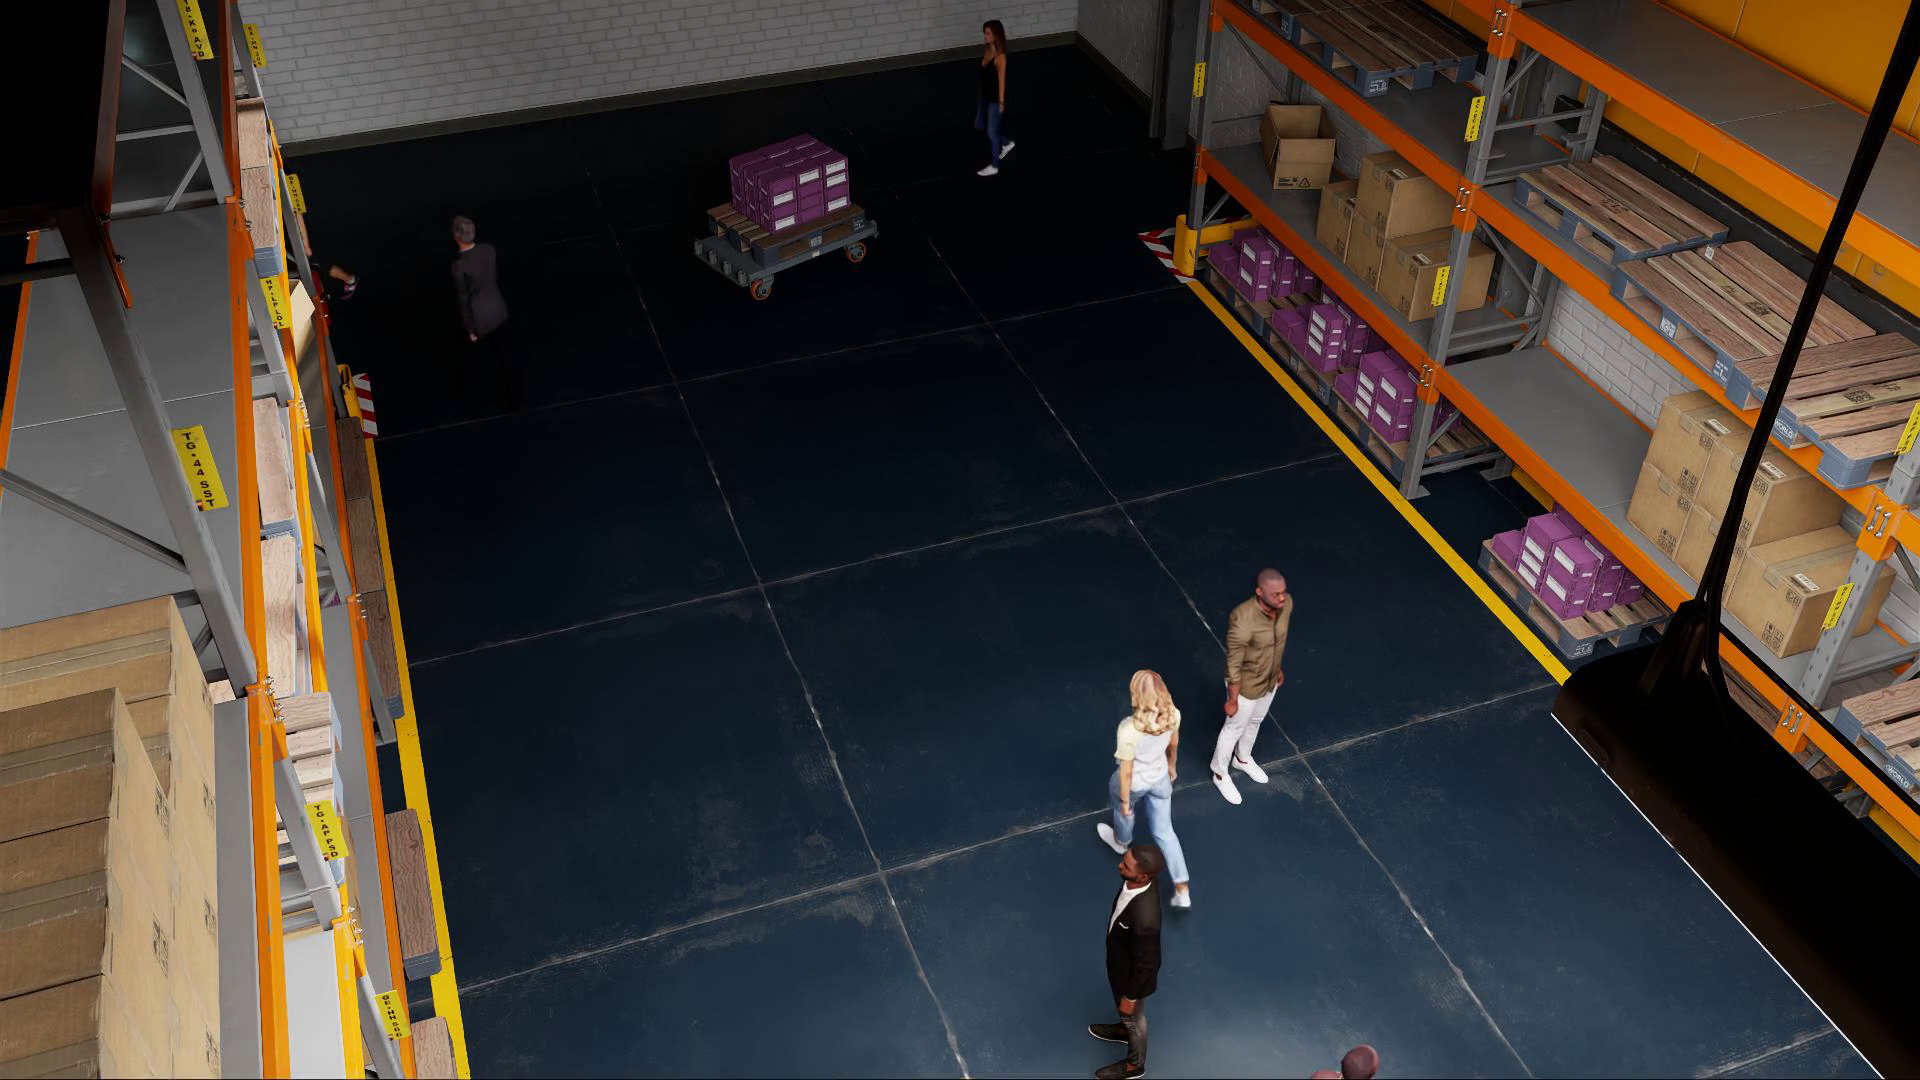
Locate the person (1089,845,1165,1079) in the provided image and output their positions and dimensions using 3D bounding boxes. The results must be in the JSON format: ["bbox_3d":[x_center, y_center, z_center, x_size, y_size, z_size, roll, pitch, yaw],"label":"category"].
[{"bbox_3d":[0.922,2.247,8.905,0.786,1.799,0.620,-1,39,-1],"label":"person"}]

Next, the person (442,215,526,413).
[{"bbox_3d":[-3.975,-1.865,14.046,1.224,1.809,1.126,21,43,24],"label":"person"}]

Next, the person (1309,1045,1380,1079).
[{"bbox_3d":[1.811,2.993,7.984,0.595,1.783,0.701,25,45,28],"label":"person"}]

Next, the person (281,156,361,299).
[{"bbox_3d":[-6.025,-2.798,15.312,1.132,1.686,1.076,24,44,27],"label":"person"}]

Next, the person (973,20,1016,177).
[{"bbox_3d":[0.425,-4.722,17.705,0.657,1.708,0.683,-15,41,-18],"label":"person"}]

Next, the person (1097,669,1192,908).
[{"bbox_3d":[1.155,1.506,9.921,0.821,1.689,1.217,-21,43,-24],"label":"person"}]

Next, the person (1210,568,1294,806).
[{"bbox_3d":[1.865,0.886,10.588,0.800,1.825,0.726,-30,47,-32],"label":"person"}]
